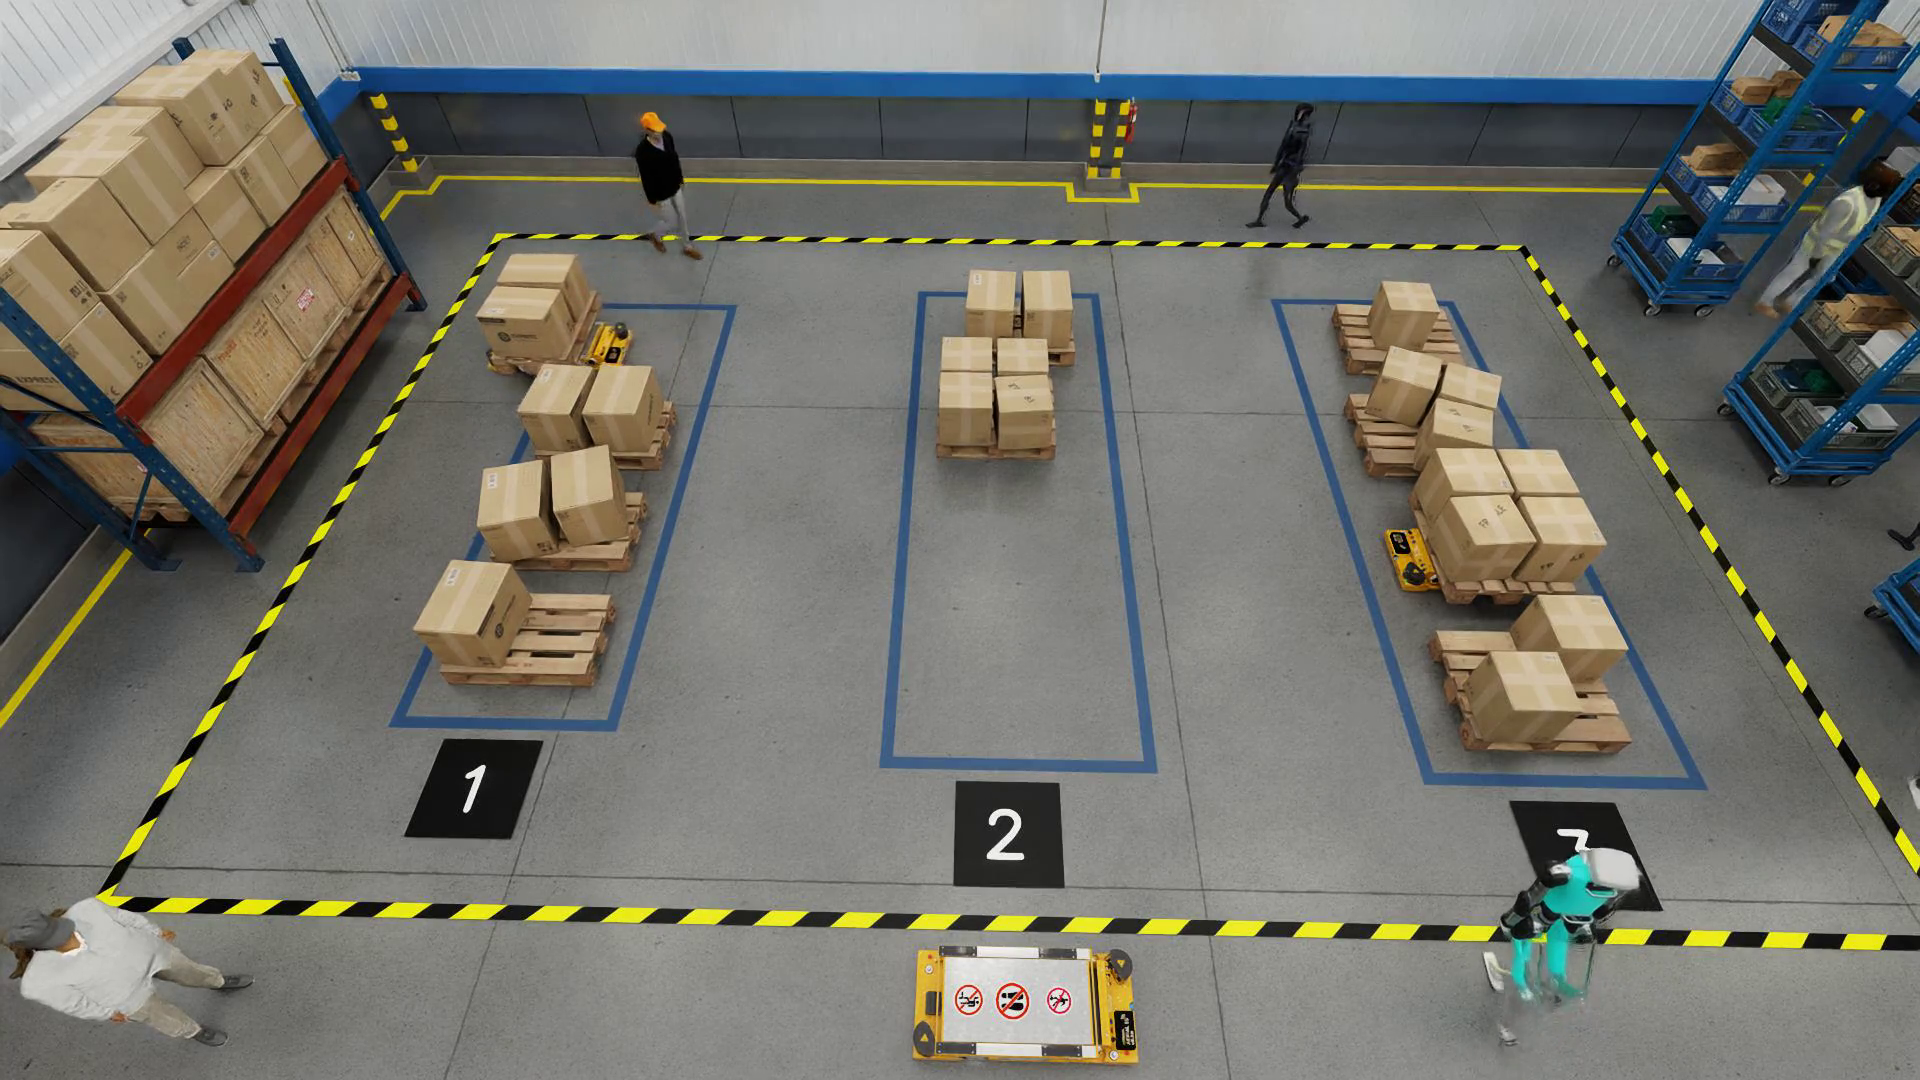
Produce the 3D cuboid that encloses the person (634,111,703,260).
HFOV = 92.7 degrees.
[{"bbox_3d":[-3.516,-4.168,10.855,0.545,1.872,0.593,20,54,16],"label":"person"}]

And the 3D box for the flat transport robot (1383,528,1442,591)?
[{"bbox_3d":[4.689,0.155,8.342,1.431,0.197,0.652,1,51,1],"label":"flat transport robot"}]

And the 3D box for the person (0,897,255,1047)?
[{"bbox_3d":[-4.939,2.562,5.432,0.401,1.764,0.560,1,51,1],"label":"person"}]

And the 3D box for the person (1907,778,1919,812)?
[{"bbox_3d":[7.386,1.355,6.367,0.598,1.842,0.504,2,51,2],"label":"person"}]

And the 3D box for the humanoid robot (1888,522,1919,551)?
[{"bbox_3d":[8.951,-0.539,8.009,0.599,1.653,0.315,1,51,1],"label":"humanoid robot"}]

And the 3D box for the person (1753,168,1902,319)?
[{"bbox_3d":[9.593,-3.202,10.096,0.623,1.825,0.572,-14,52,-11],"label":"person"}]

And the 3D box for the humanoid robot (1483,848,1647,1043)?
[{"bbox_3d":[3.580,2.542,5.535,0.545,1.889,0.787,2,51,1],"label":"humanoid robot"}]

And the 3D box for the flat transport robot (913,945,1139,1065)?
[{"bbox_3d":[0.422,3.041,6.007,1.431,0.231,0.659,1,51,1],"label":"flat transport robot"}]

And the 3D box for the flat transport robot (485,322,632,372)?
[{"bbox_3d":[-4.471,-2.164,10.232,1.431,0.197,0.652,1,51,1],"label":"flat transport robot"}]

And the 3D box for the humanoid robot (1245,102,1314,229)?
[{"bbox_3d":[4.125,-4.601,11.359,0.752,1.644,0.588,-7,51,-5],"label":"humanoid robot"}]
